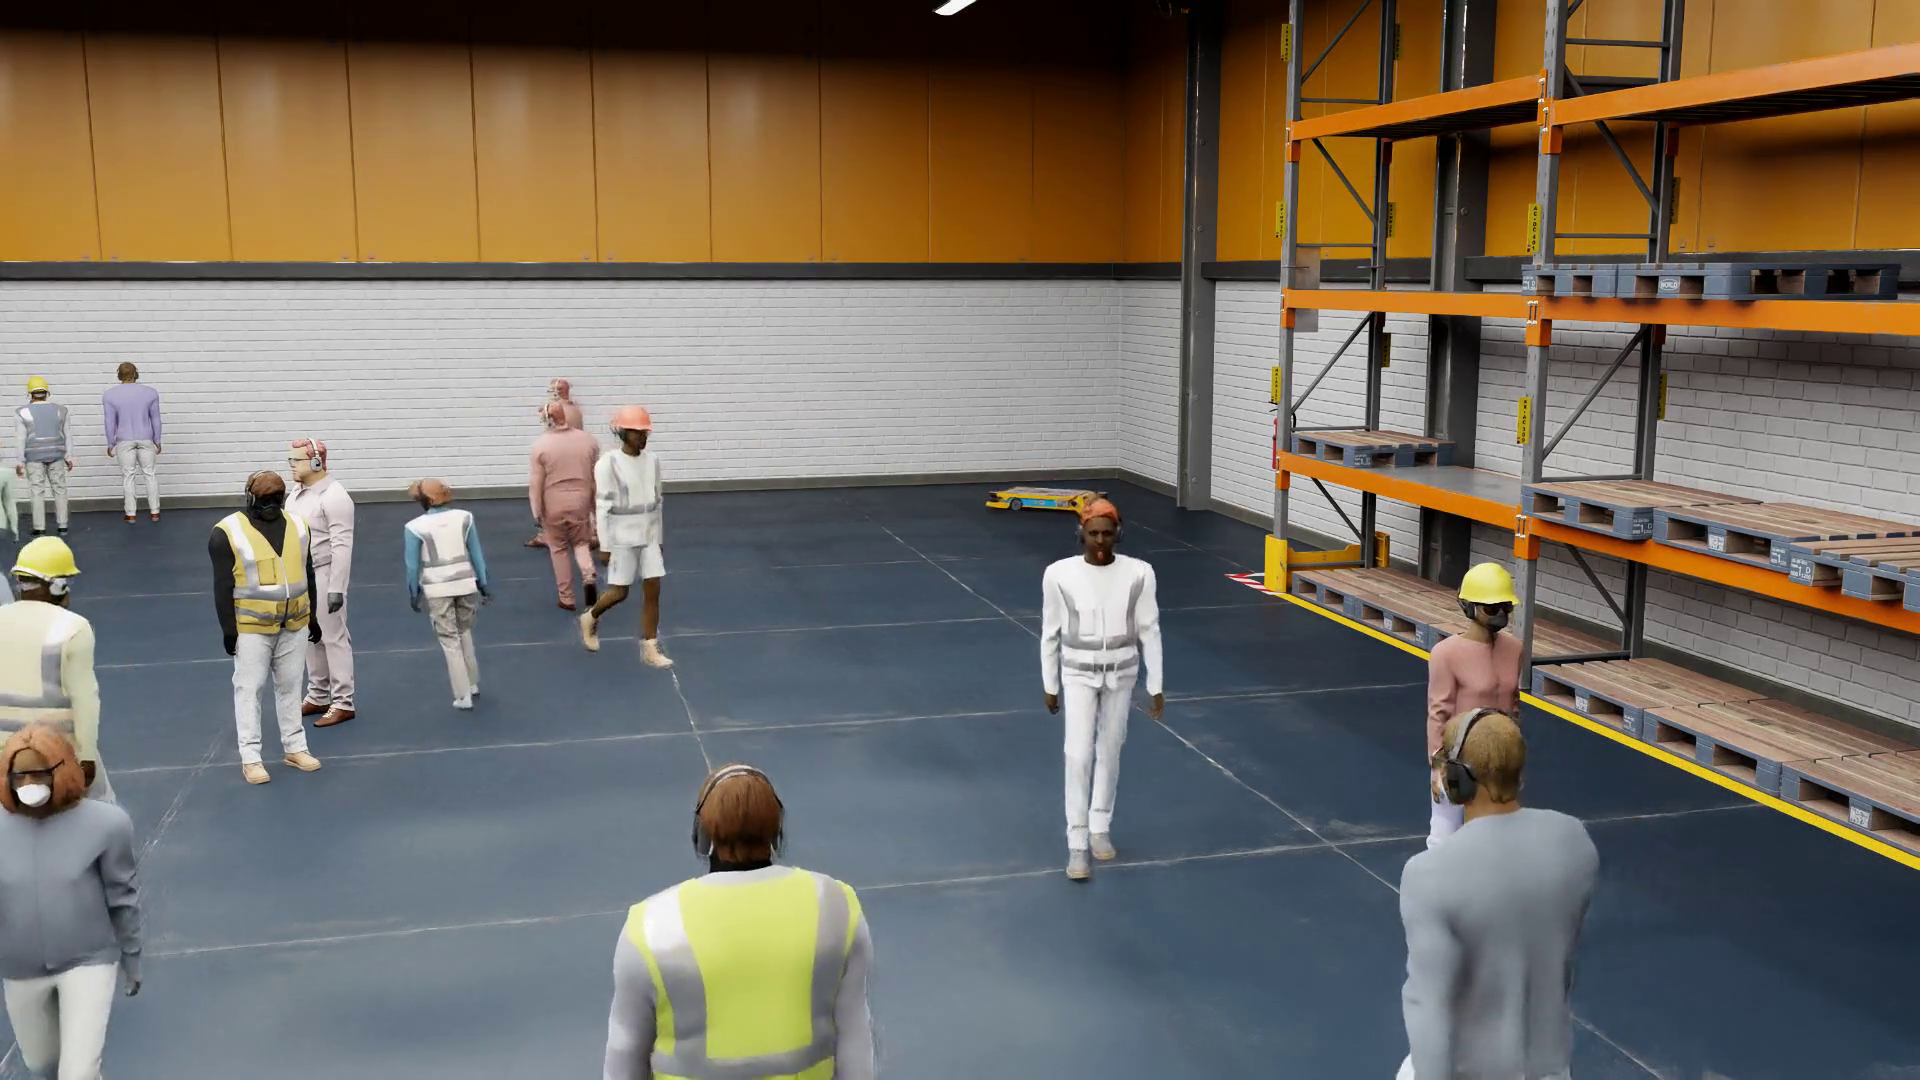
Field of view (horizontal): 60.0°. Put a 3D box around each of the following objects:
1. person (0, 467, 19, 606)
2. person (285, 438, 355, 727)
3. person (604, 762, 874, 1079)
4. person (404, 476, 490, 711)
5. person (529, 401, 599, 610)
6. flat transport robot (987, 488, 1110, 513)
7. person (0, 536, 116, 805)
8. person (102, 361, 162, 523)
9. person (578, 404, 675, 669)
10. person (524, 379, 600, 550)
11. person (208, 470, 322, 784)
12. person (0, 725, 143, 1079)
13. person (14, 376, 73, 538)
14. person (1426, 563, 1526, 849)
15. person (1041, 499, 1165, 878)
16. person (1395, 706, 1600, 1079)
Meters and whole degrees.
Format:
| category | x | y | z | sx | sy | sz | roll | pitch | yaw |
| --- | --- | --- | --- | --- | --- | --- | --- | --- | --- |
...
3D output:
| category | x | y | z | sx | sy | sz | roll | pitch | yaw |
| --- | --- | --- | --- | --- | --- | --- | --- | --- | --- |
| person | -8.373 | -0.095 | 14.311 | 0.839 | 1.593 | 0.511 | 5 | 10 | 28 |
| person | -4.277 | 0.274 | 11.027 | 0.642 | 1.909 | 0.409 | 7 | 12 | 39 |
| person | -0.564 | 1.431 | 4.179 | 0.644 | 1.792 | 0.949 | -3 | 10 | -21 |
| person | -3.538 | 0.359 | 11.415 | 0.556 | 1.608 | 0.596 | -8 | 12 | -42 |
| person | -3.458 | -0.289 | 14.633 | 0.667 | 1.874 | 0.497 | -5 | 11 | -30 |
| flat transport robot | 1.118 | -0.515 | 21.044 | 1.431 | 0.197 | 0.652 | 4 | 10 | 23 |
| person | -4.094 | 0.884 | 7.512 | 0.609 | 1.808 | 0.544 | 1 | 9 | 7 |
| person | -9.906 | -1.169 | 19.949 | 0.627 | 1.935 | 0.371 | -6 | 11 | -34 |
| person | -2.553 | -0.041 | 12.678 | 0.852 | 2.017 | 0.614 | 7 | 12 | 39 |
| person | -4.262 | -0.810 | 17.949 | 0.969 | 1.866 | 0.654 | 1 | 9 | 5 |
| person | -4.076 | 0.499 | 9.848 | 0.429 | 1.838 | 0.621 | 7 | 12 | 38 |
| person | -2.878 | 1.340 | 5.333 | 0.495 | 1.602 | 0.773 | -2 | 9 | -15 |
| person | -10.365 | -0.936 | 18.841 | 0.404 | 1.827 | 0.642 | 8 | 12 | 42 |
| person | 2.217 | 0.968 | 7.134 | 0.524 | 1.769 | 0.315 | -5 | 10 | -28 |
| person | 0.722 | 0.738 | 8.269 | 0.594 | 1.859 | 0.766 | -1 | 9 | -5 |
| person | 1.394 | 1.363 | 4.331 | 0.647 | 1.892 | 1.034 | -4 | 10 | -23 |
